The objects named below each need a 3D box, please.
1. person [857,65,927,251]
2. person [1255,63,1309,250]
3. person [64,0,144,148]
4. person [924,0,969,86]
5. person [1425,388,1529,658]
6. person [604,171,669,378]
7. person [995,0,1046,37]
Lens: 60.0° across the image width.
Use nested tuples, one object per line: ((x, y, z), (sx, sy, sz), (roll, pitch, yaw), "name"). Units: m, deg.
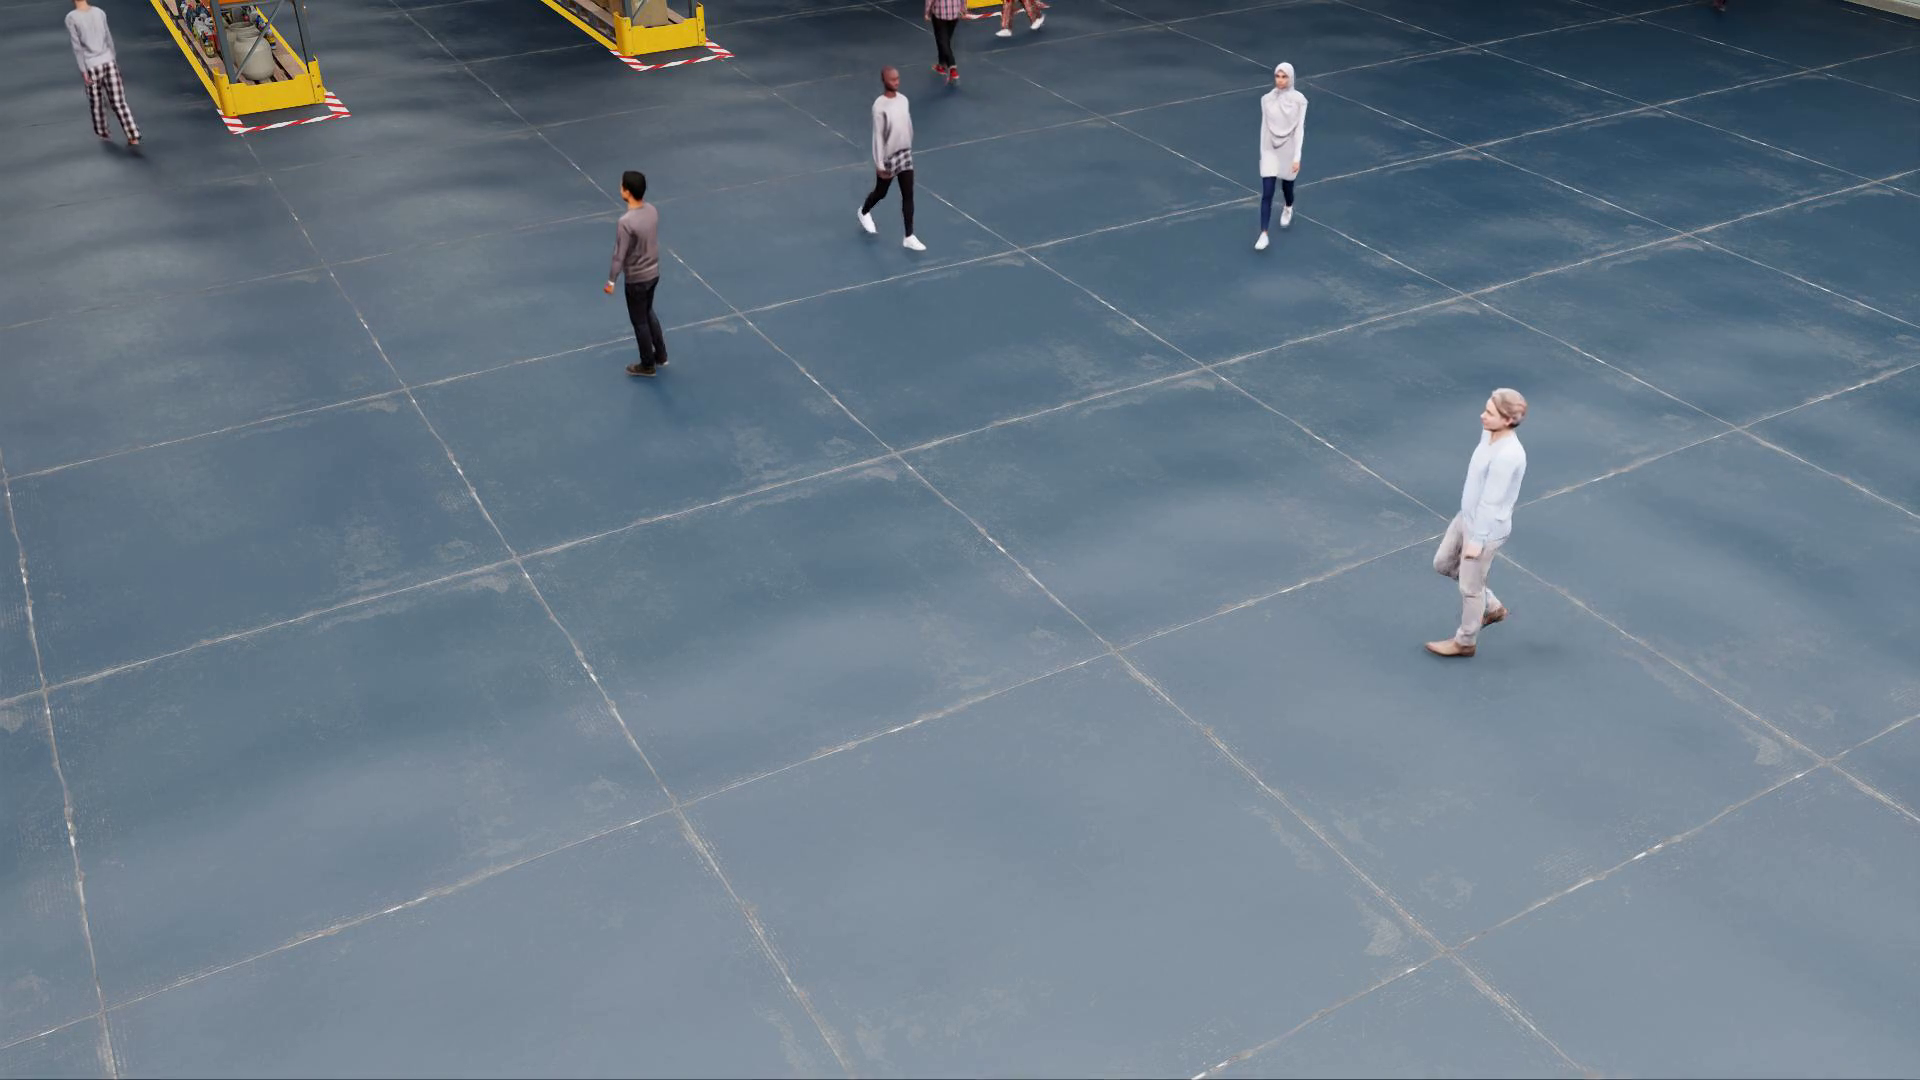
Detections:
((-0.714, -3.697, 16.045), (0.831, 1.741, 1.219), (-27, 41, -36), "person")
((3.133, -3.735, 16.106), (1.134, 1.740, 1.120), (12, 34, 19), "person")
((-9.453, -5.199, 18.373), (1.246, 1.798, 0.873), (26, 41, 35), "person")
((-0.155, -6.509, 20.496), (0.714, 1.748, 1.062), (-16, 36, -24), "person")
((3.271, -0.072, 10.168), (0.902, 1.879, 0.849), (1, 32, 2), "person")
((-2.566, -2.136, 13.548), (0.805, 1.764, 0.771), (19, 37, 28), "person")
((0.862, -7.592, 22.416), (0.741, 1.531, 1.062), (-24, 40, -33), "person")
